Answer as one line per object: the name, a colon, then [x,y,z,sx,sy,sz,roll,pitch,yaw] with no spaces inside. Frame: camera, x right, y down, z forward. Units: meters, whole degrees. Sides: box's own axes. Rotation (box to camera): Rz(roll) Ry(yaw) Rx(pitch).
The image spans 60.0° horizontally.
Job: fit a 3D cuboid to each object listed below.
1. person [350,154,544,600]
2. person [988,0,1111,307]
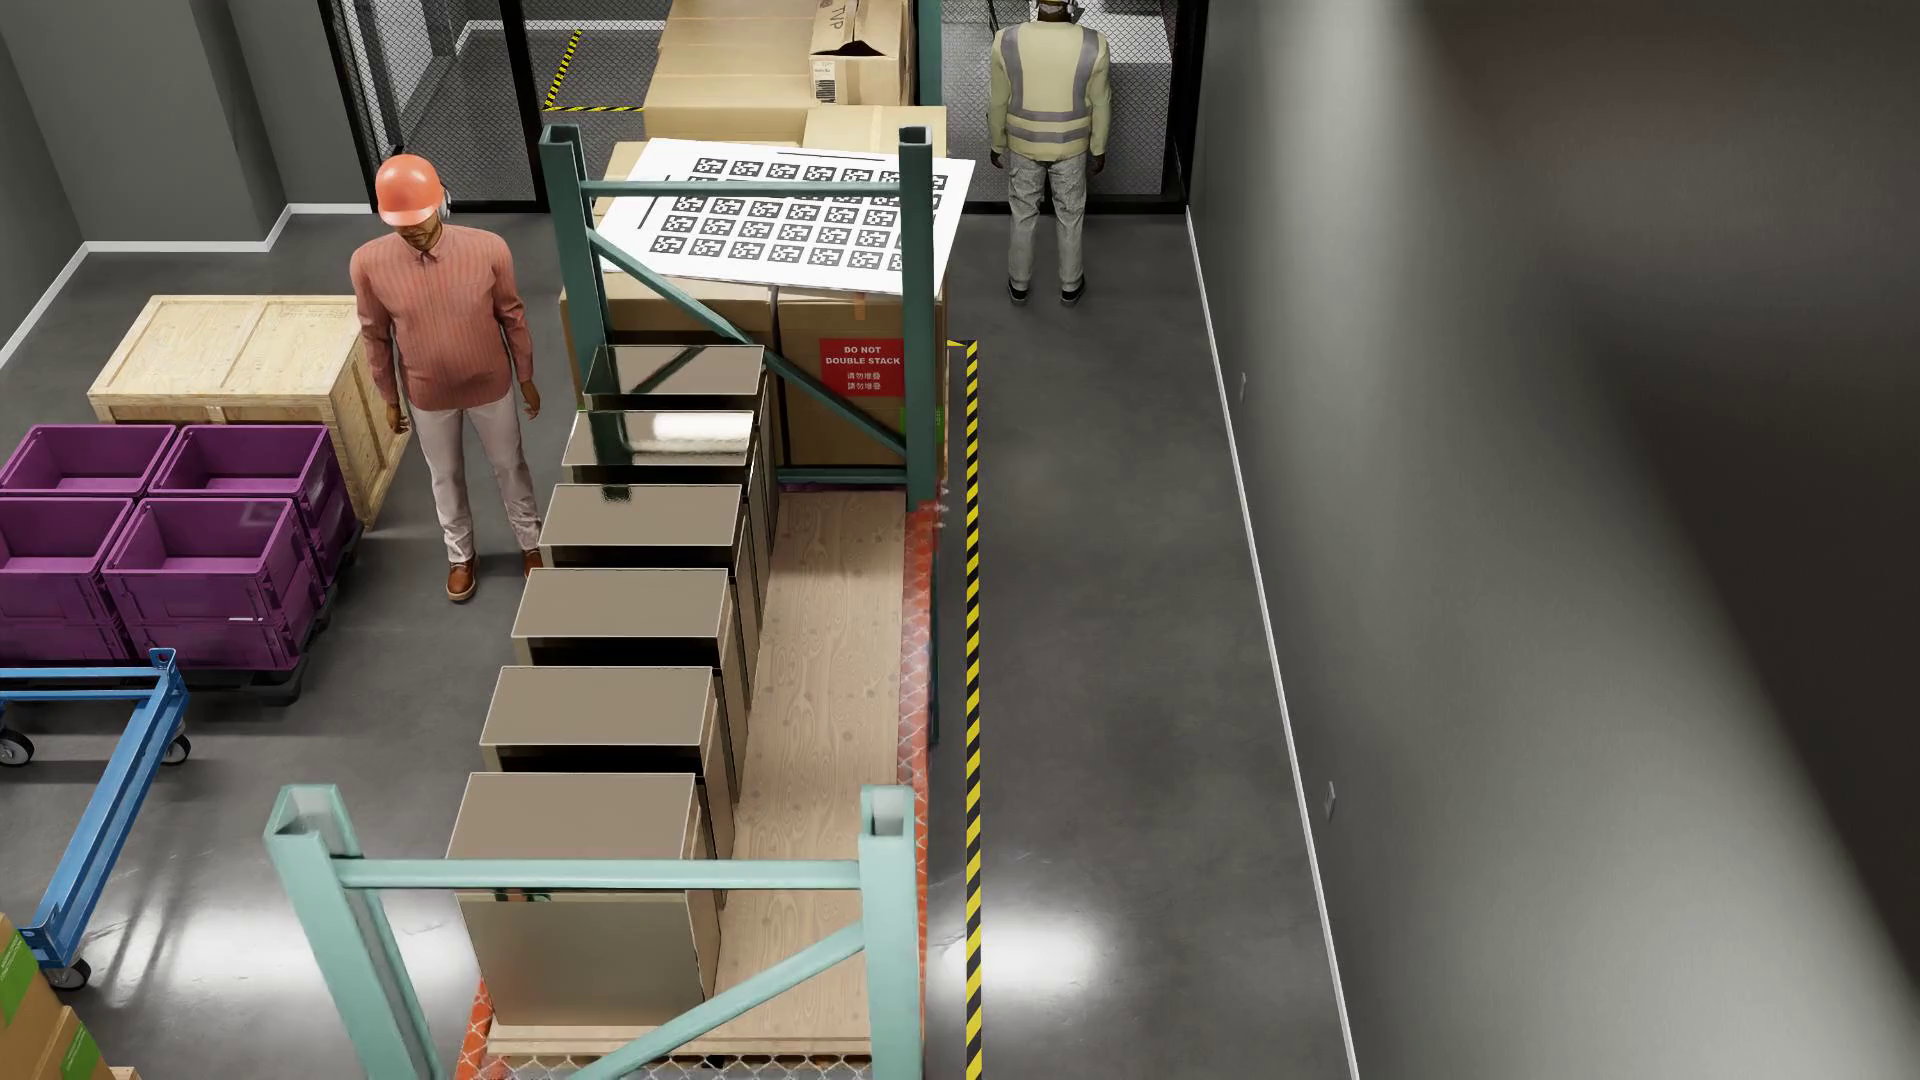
person: [-1.975,-0.612,6.543,0.622,1.993,0.384,-10,42,-11]
person: [0.440,-1.996,8.247,0.601,1.830,0.404,3,41,4]
